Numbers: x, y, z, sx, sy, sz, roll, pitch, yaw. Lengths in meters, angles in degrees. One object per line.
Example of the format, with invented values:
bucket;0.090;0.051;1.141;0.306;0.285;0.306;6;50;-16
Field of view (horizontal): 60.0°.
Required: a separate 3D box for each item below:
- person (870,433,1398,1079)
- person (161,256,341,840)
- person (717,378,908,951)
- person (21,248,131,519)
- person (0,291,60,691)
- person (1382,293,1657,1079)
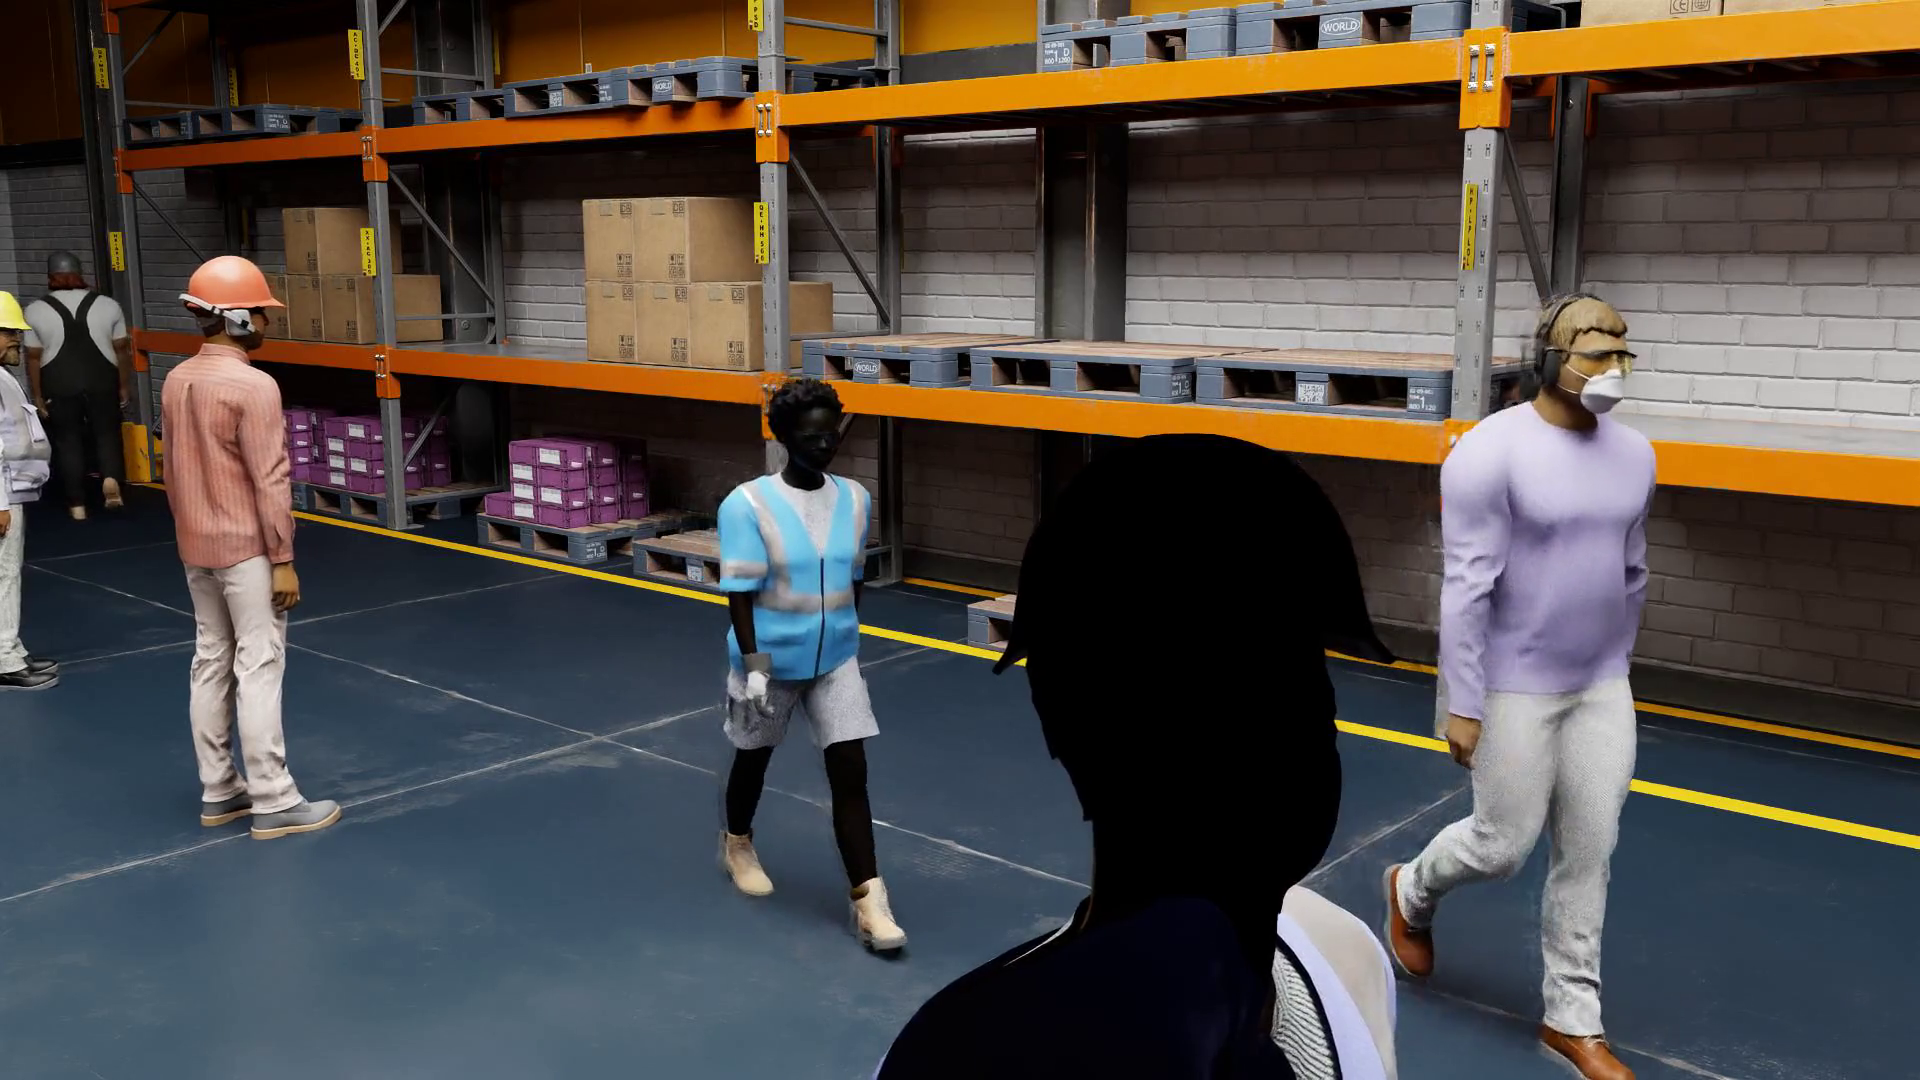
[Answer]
person;0.144;0.873;1.104;0.360;1.939;0.543;8;13;40
person;-2.481;0.029;5.747;0.612;1.994;0.394;7;12;34
person;-0.484;0.343;4.932;0.534;1.652;0.889;-6;12;-32
person;-6.577;-1.163;12.402;0.701;2.000;0.596;-6;12;-31
person;-4.402;-0.225;7.667;0.404;1.828;0.592;-4;11;-24
person;1.419;0.348;4.148;0.639;1.924;0.743;-4;11;-21
